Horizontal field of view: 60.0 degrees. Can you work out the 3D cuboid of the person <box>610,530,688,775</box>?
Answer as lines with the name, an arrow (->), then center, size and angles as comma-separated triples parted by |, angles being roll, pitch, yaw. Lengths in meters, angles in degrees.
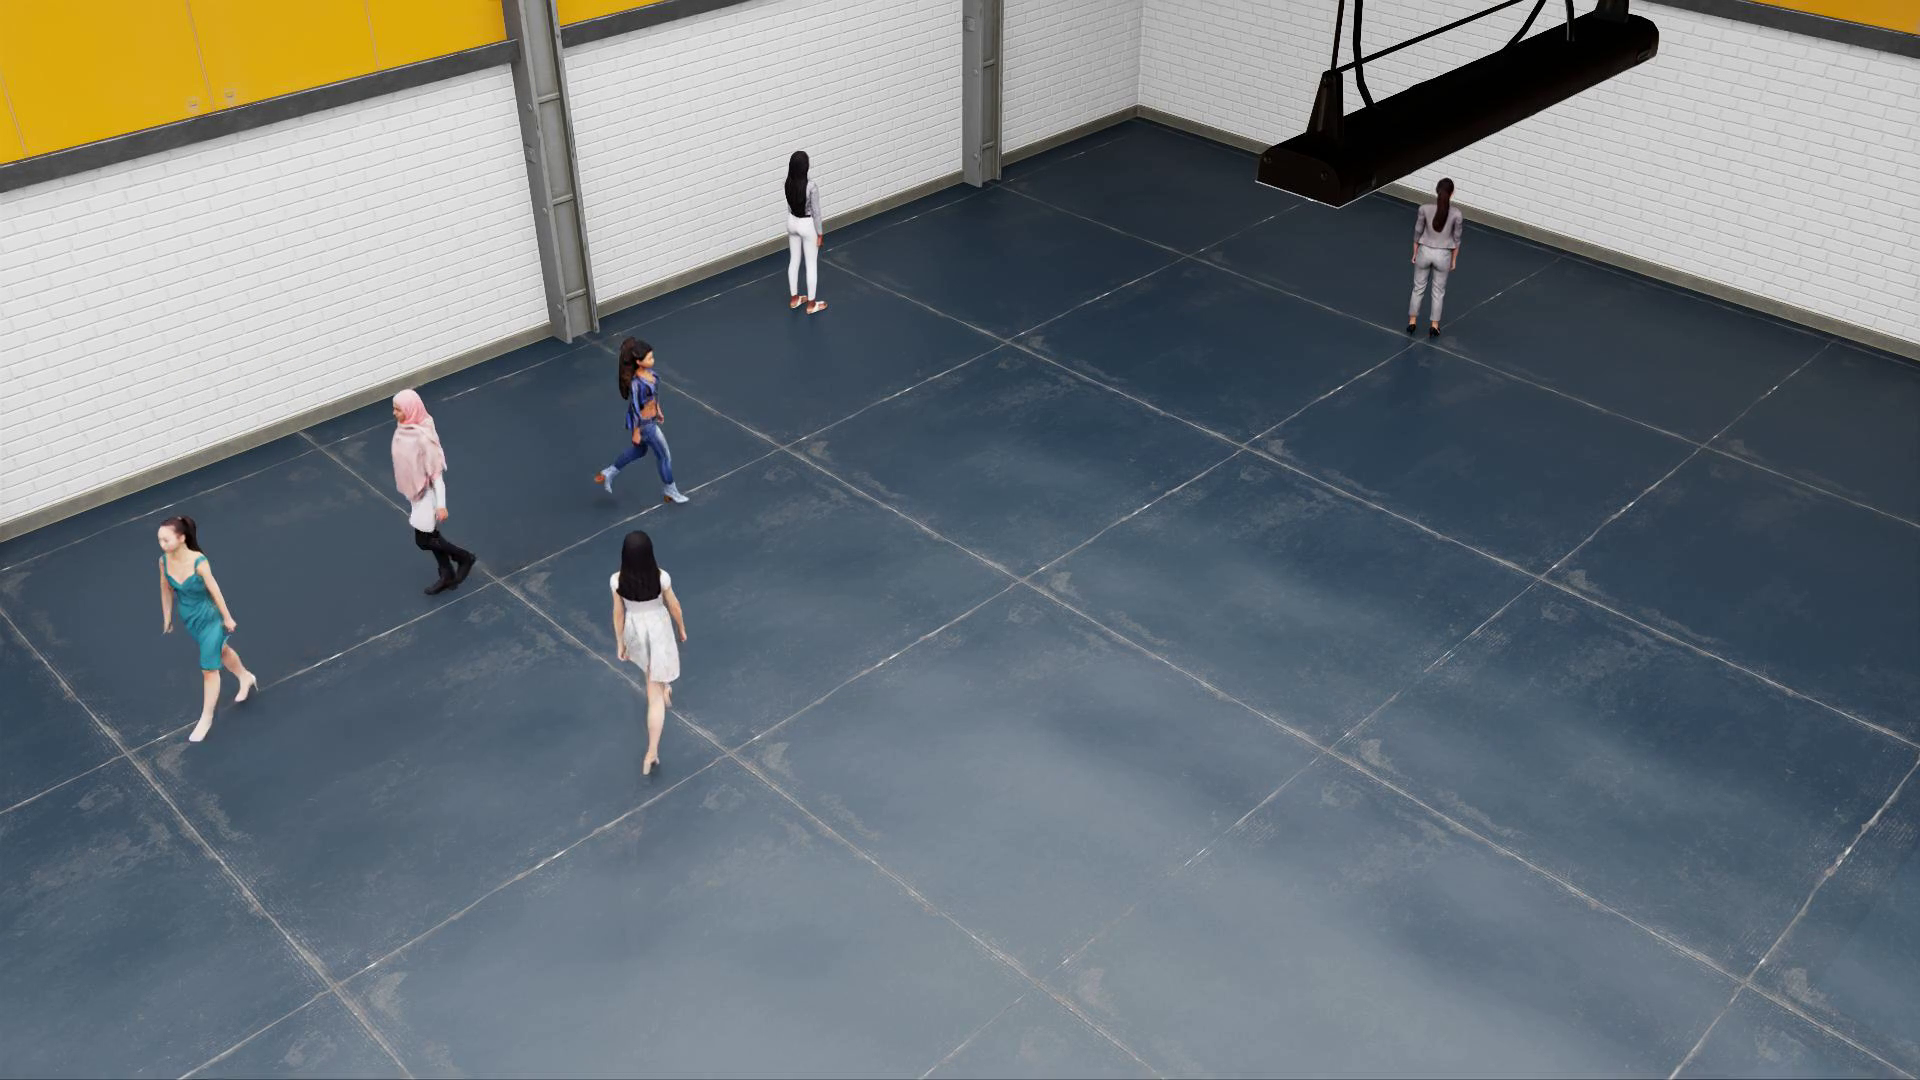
person -> -2.100, 0.775, 11.249 | 1.171, 1.714, 1.197 | -1, 34, -2

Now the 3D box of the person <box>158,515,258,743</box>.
person -> -5.253, 0.528, 11.677 | 0.870, 1.651, 1.075 | 10, 35, 15

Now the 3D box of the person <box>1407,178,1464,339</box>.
person -> 4.757, -2.826, 16.698 | 0.701, 1.680, 0.707 | 13, 36, 19

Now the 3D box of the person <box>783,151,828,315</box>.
person -> -1.623, -3.202, 17.224 | 0.621, 1.723, 0.560 | 21, 39, 28

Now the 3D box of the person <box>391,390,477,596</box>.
person -> -4.054, -0.378, 12.910 | 0.715, 1.795, 0.658 | -25, 41, -33

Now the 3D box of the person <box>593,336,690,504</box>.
person -> -2.730, -0.973, 13.988 | 1.097, 1.594, 1.025 | -1, 34, -1
